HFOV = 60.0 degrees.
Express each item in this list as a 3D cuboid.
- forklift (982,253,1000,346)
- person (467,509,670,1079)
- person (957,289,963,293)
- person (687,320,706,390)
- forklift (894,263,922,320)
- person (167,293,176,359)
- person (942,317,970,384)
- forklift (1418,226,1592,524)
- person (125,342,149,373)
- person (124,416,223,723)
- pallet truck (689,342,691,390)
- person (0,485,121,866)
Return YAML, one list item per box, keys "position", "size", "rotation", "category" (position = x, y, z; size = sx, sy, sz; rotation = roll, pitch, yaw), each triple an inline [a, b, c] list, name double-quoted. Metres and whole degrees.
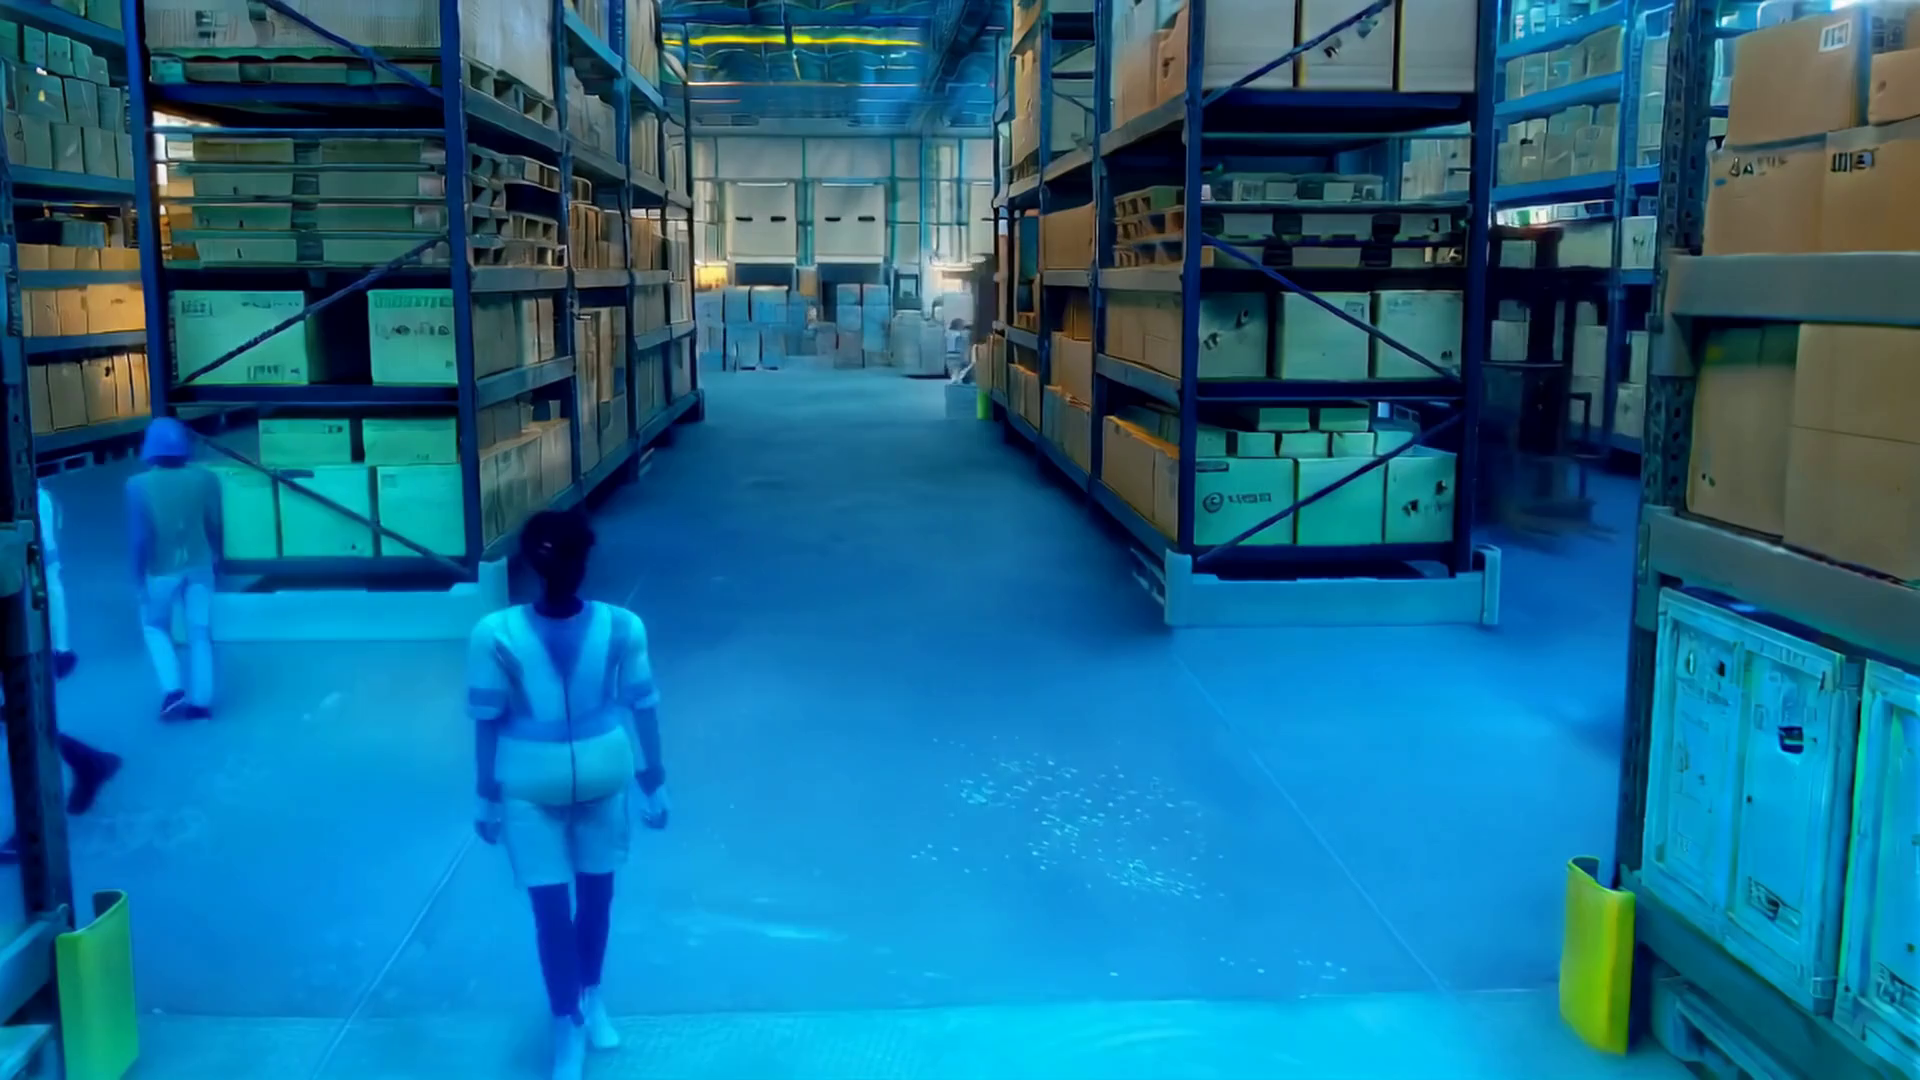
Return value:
- position: [0.708, -4.930, 36.788]
  size: [1.873, 2.768, 1.129]
  rotation: [-1, 9, -5]
  category: "forklift"
- position: [-1.140, 0.748, 4.890]
  size: [0.557, 1.687, 0.453]
  rotation: [-4, 10, -22]
  category: "person"
- position: [0.062, -7.714, 57.411]
  size: [0.475, 1.867, 0.631]
  rotation: [-6, 11, -33]
  category: "person"
- position: [-5.053, -3.534, 31.285]
  size: [0.525, 1.846, 0.853]
  rotation: [-6, 11, -32]
  category: "person"
- position: [-1.986, -9.019, 62.461]
  size: [1.129, 2.768, 1.873]
  rotation: [-1, 9, -4]
  category: "forklift"
- position: [-22.188, -5.990, 46.430]
  size: [0.365, 1.927, 0.587]
  rotation: [1, 9, 7]
  category: "person"
- position: [-0.029, -3.130, 29.466]
  size: [0.507, 1.601, 0.689]
  rotation: [8, 12, 42]
  category: "person"
- position: [5.298, -1.660, 16.254]
  size: [1.129, 2.768, 1.873]
  rotation: [-1, 9, -4]
  category: "forklift"
- position: [-17.717, -4.322, 35.852]
  size: [0.600, 1.959, 0.375]
  rotation: [1, 9, 6]
  category: "person"
- position: [-4.103, 0.164, 8.726]
  size: [0.498, 1.624, 0.354]
  rotation: [-8, 12, -43]
  category: "person"
- position: [-5.225, -3.008, 27.480]
  size: [1.885, 1.965, 0.823]
  rotation: [2, 9, 14]
  category: "pallet truck"
- position: [-3.800, 0.339, 6.784]
  size: [0.557, 1.908, 0.727]
  rotation: [4, 10, 24]
  category: "person"
